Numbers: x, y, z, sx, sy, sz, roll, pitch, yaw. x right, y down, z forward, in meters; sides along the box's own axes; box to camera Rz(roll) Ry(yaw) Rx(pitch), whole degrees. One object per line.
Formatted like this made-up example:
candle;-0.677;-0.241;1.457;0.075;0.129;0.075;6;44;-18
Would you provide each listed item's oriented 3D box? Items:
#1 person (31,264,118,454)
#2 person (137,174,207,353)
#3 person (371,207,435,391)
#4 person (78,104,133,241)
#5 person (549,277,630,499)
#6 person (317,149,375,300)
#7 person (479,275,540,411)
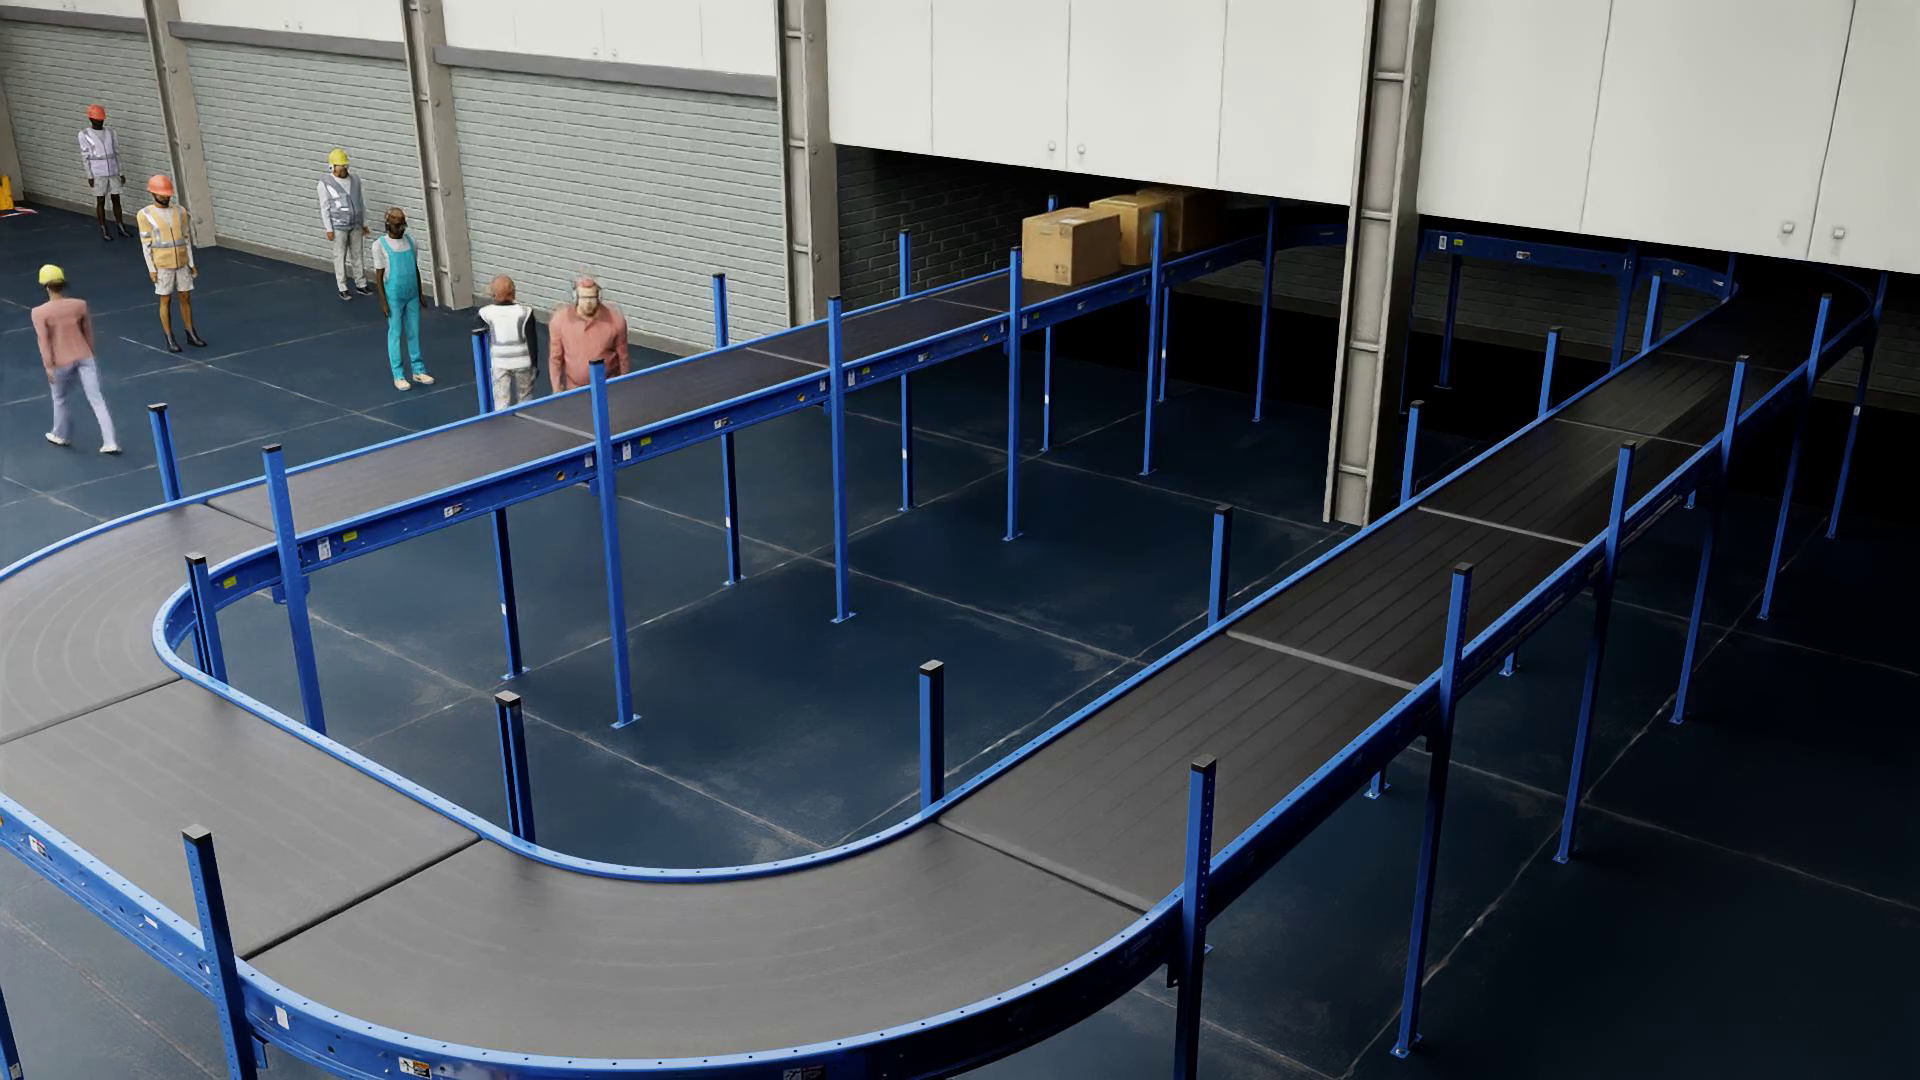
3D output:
person;-8.016;-1.623;14.975;0.948;1.710;0.531;15;26;33
person;-8.664;-3.043;18.282;0.359;1.936;0.544;16;27;35
person;-5.669;-2.460;16.924;0.345;1.845;0.508;16;27;35
person;-12.365;-5.319;24.065;0.359;1.936;0.544;16;27;35
person;-3.087;-1.312;13.971;0.645;1.875;0.868;-2;22;-4
person;-7.616;-3.921;20.650;0.404;1.833;0.588;16;27;35
person;-4.049;-1.562;14.955;0.517;1.617;0.671;-1;22;-3
